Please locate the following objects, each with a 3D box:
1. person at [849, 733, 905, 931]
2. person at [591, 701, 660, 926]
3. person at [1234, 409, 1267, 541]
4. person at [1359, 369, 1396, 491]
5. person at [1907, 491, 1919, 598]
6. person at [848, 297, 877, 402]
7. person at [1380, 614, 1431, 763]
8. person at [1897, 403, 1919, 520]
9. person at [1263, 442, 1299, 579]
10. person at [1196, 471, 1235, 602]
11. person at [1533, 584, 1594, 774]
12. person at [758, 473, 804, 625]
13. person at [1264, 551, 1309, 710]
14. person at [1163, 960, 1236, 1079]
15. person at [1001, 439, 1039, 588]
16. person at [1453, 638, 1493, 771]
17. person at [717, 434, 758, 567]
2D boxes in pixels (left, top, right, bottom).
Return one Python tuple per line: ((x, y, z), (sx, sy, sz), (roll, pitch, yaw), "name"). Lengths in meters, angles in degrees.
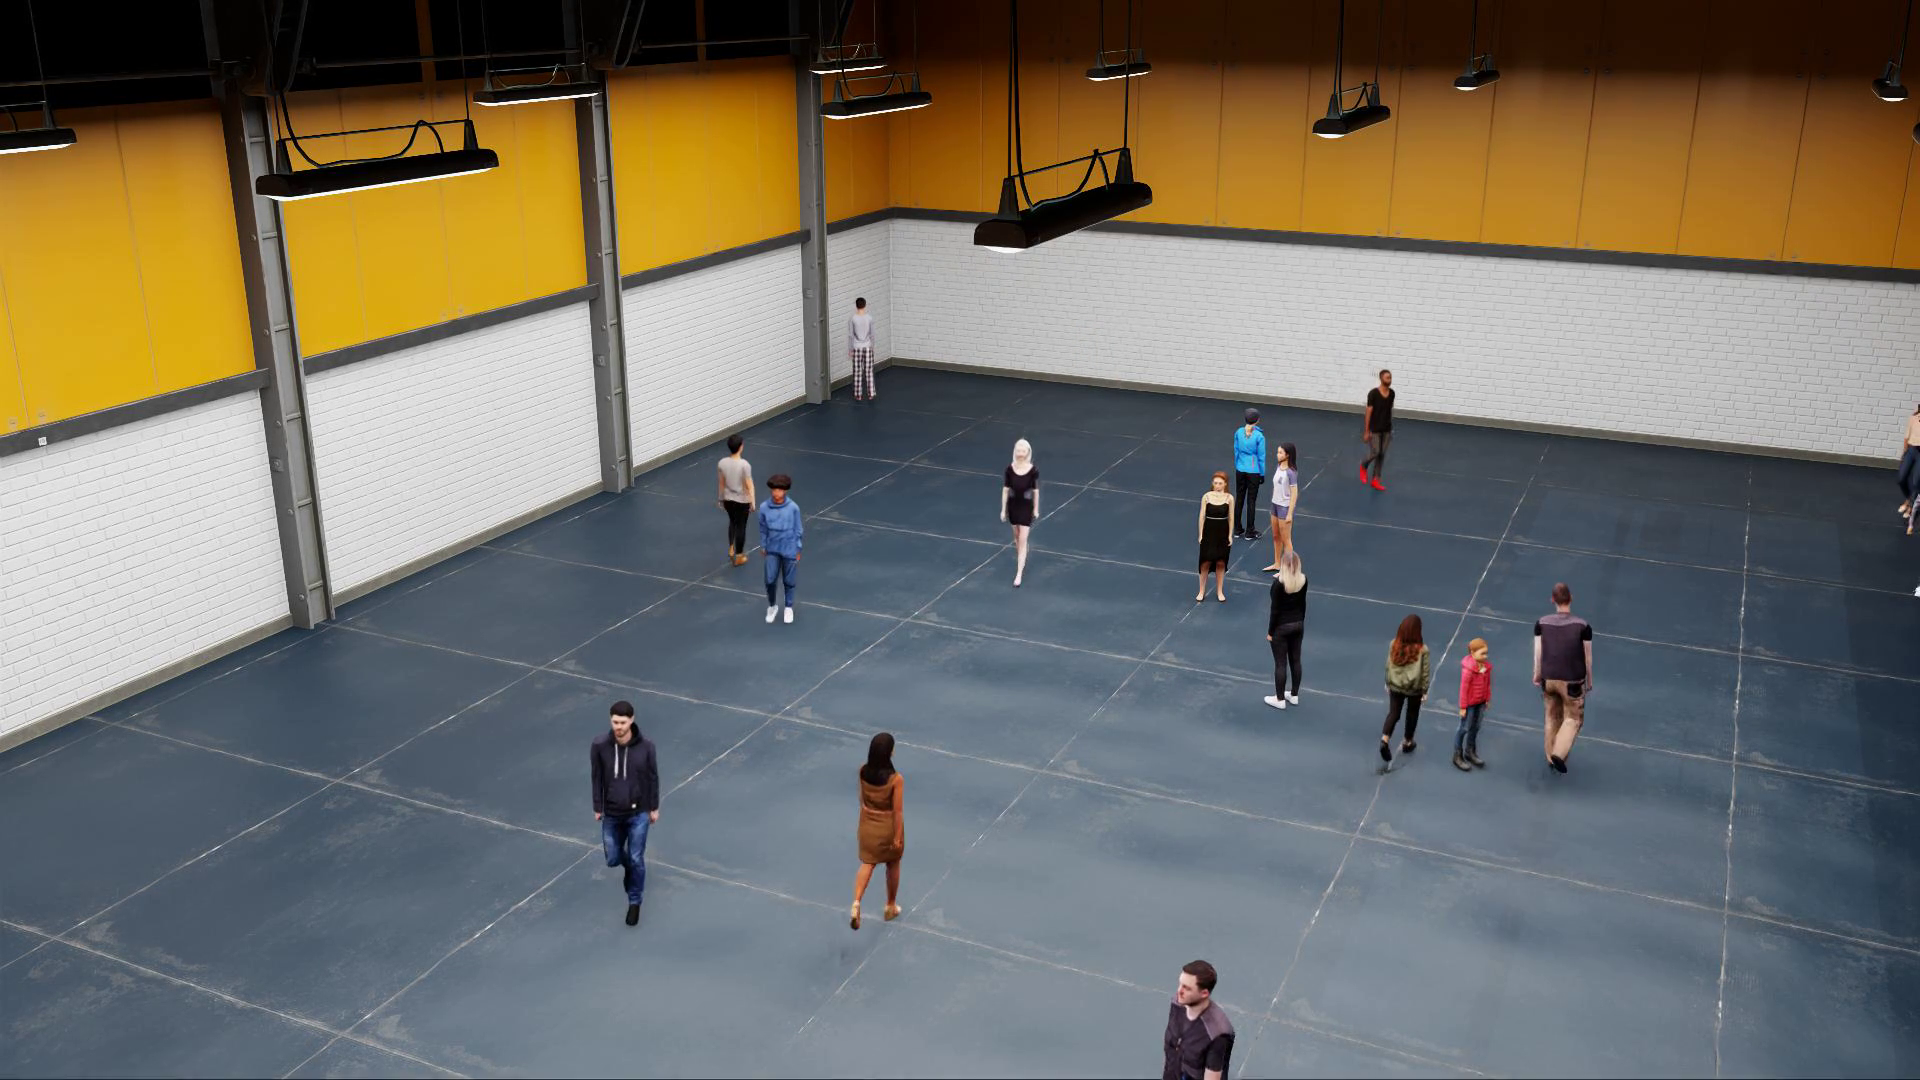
((-0.664, 2.315, 12.973), (0.568, 1.664, 0.903), (8, 20, 23), "person")
((-2.642, 2.107, 13.253), (0.912, 1.880, 1.029), (-1, 19, -2), "person")
((3.867, -0.894, 22.293), (0.675, 1.797, 0.623), (16, 24, 40), "person")
((6.122, -1.645, 24.534), (0.860, 1.791, 0.921), (-7, 20, -20), "person")
((11.927, -0.178, 20.297), (0.912, 1.715, 0.840), (-12, 22, -32), "person")
((-1.752, -3.416, 29.705), (0.712, 1.847, 0.747), (-4, 19, -13), "person")
((4.231, 1.440, 15.900), (0.675, 1.454, 0.958), (12, 22, 32), "person")
((13.372, -1.177, 23.165), (0.738, 1.777, 0.710), (-16, 24, -40), "person")
((4.058, -0.391, 20.900), (0.706, 1.733, 0.647), (-7, 20, -19), "person")
((3.096, -0.064, 20.098), (0.634, 1.625, 0.654), (2, 19, 6), "person")
((5.624, 1.345, 15.637), (0.835, 1.803, 0.956), (15, 24, 38), "person")
((-2.070, 0.073, 19.426), (0.785, 1.795, 0.785), (0, 19, 0), "person")
((3.368, 0.918, 17.087), (0.670, 1.685, 0.750), (-9, 21, -25), "person")
((1.476, 3.297, 9.833), (1.260, 1.808, 1.143), (-10, 21, -27), "person")
((0.759, -0.366, 20.752), (0.793, 1.781, 1.205), (3, 19, 10), "person")
((4.871, 1.535, 15.836), (0.571, 1.315, 0.659), (-11, 22, -30), "person")
((-2.894, -0.487, 21.220), (0.643, 1.711, 0.625), (7, 20, 19), "person")
